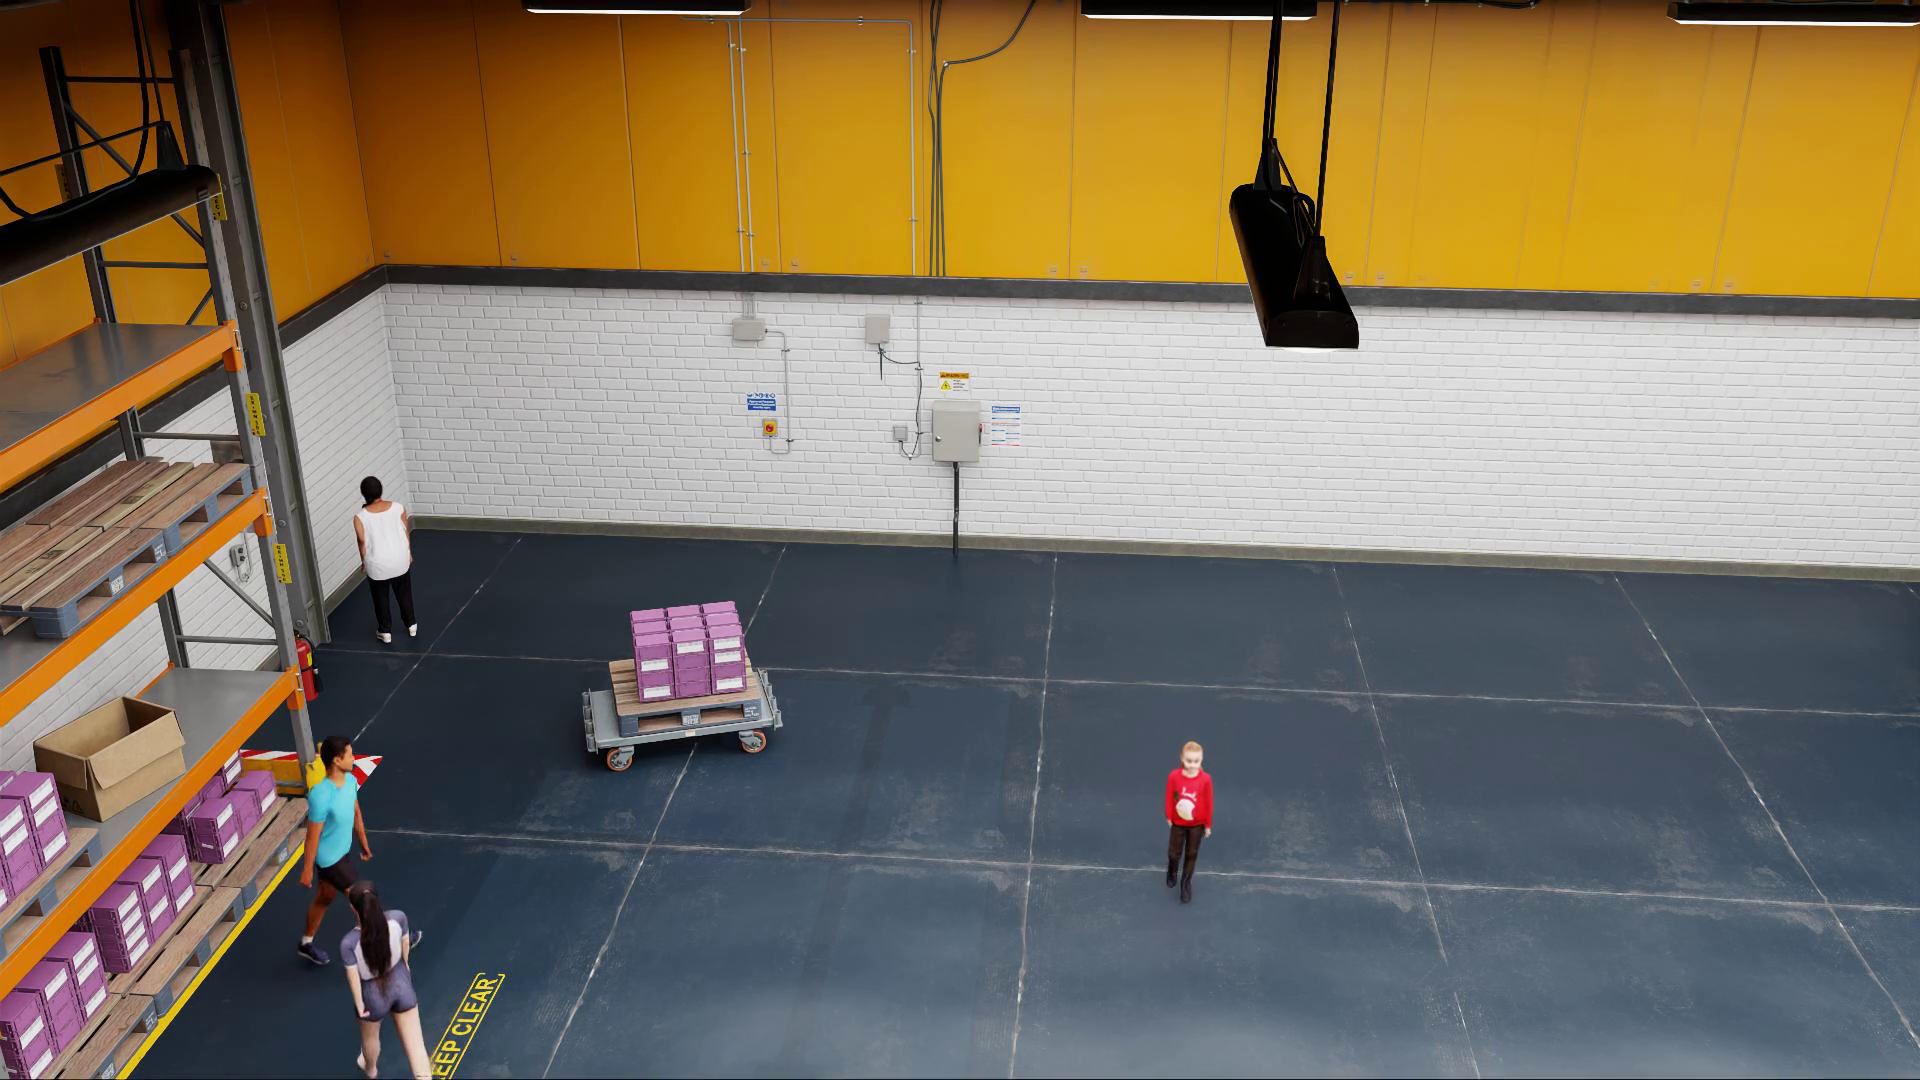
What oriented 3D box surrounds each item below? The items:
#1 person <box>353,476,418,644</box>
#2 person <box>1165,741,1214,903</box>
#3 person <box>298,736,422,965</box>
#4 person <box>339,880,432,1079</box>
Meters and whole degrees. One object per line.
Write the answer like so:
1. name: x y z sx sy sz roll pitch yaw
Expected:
1. person: -5.573 0.167 16.108 0.763 1.691 0.799 -14 27 -29
2. person: 1.689 2.051 12.321 0.486 1.273 0.544 2 24 4
3. person: -4.395 2.190 11.440 0.776 1.723 1.047 4 24 9
4. person: -3.456 2.819 10.150 1.034 1.604 1.107 -18 29 -35
